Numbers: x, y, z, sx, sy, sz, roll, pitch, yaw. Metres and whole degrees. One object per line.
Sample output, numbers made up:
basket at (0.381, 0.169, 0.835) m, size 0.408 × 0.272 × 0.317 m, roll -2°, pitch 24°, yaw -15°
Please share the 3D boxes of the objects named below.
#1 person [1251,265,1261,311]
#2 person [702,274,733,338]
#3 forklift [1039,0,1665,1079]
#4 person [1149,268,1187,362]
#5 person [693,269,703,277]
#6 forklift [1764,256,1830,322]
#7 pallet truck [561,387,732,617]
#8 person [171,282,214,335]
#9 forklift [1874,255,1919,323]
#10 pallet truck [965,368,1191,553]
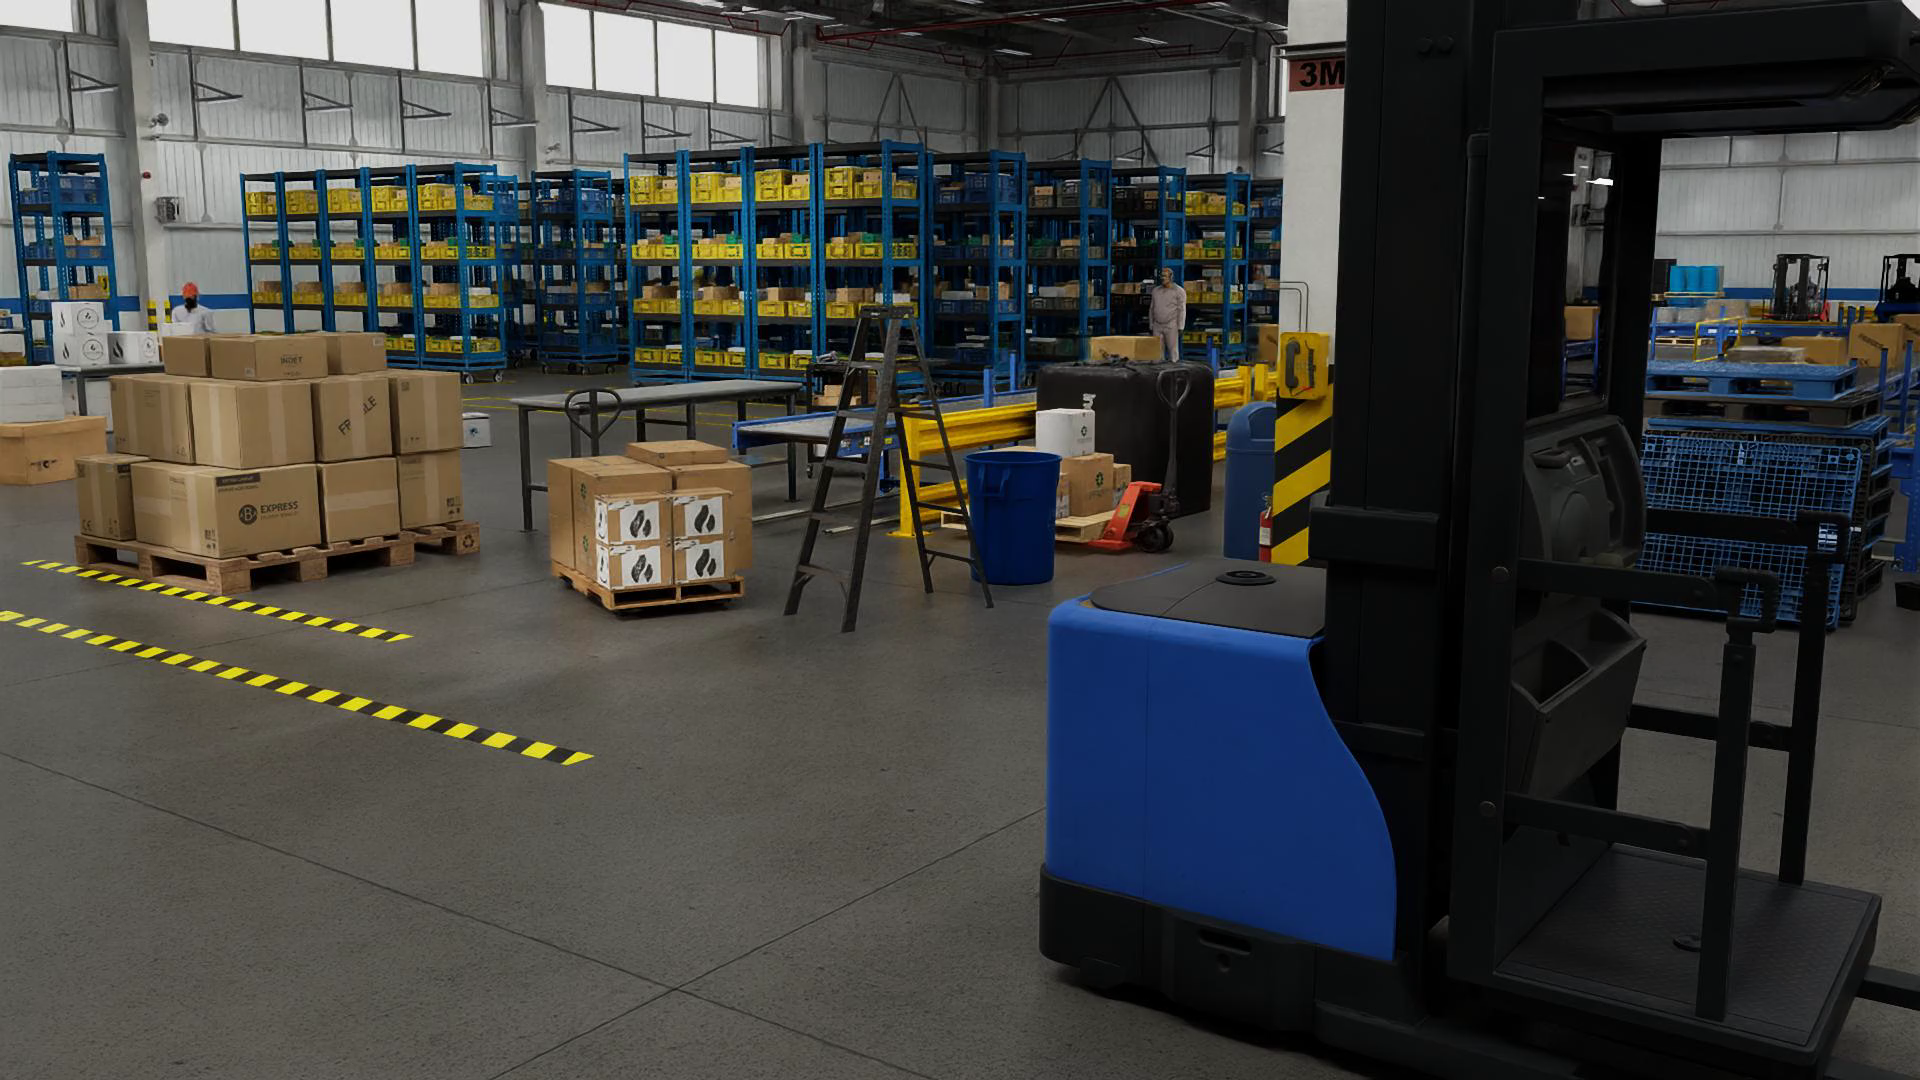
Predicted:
person at (8.357, -6.865, 47.117) m, size 0.619 × 1.976 × 0.643 m, roll -6°, pitch 11°, yaw -33°
person at (-4.372, -3.931, 30.208) m, size 0.587 × 1.802 × 0.776 m, roll 3°, pitch 10°, yaw 17°
forklift at (1.249, -0.137, 4.360) m, size 1.873 × 2.768 × 1.129 m, roll 7°, pitch 12°, yaw 35°
person at (3.366, -3.492, 27.232) m, size 0.654 × 1.906 × 0.406 m, roll 7°, pitch 12°, yaw 35°
person at (-6.922, -6.218, 43.816) m, size 0.618 × 1.786 × 0.911 m, roll 4°, pitch 10°, yaw 21°
forklift at (20.253, -5.854, 40.139) m, size 1.157 × 1.987 × 2.680 m, roll 7°, pitch 12°, yaw 35°
pallet truck at (-1.981, -0.274, 10.088) m, size 0.680 × 1.201 × 1.601 m, roll -5°, pitch 11°, yaw -28°
person at (-10.627, -2.711, 23.094) m, size 0.565 × 1.730 × 0.741 m, roll 0°, pitch 10°, yaw 1°
forklift at (22.089, -5.634, 38.796) m, size 1.157 × 1.987 × 2.680 m, roll 6°, pitch 11°, yaw 33°
pallet truck at (0.845, -0.609, 11.869) m, size 1.630 × 1.274 × 0.653 m, roll 7°, pitch 12°, yaw 35°
